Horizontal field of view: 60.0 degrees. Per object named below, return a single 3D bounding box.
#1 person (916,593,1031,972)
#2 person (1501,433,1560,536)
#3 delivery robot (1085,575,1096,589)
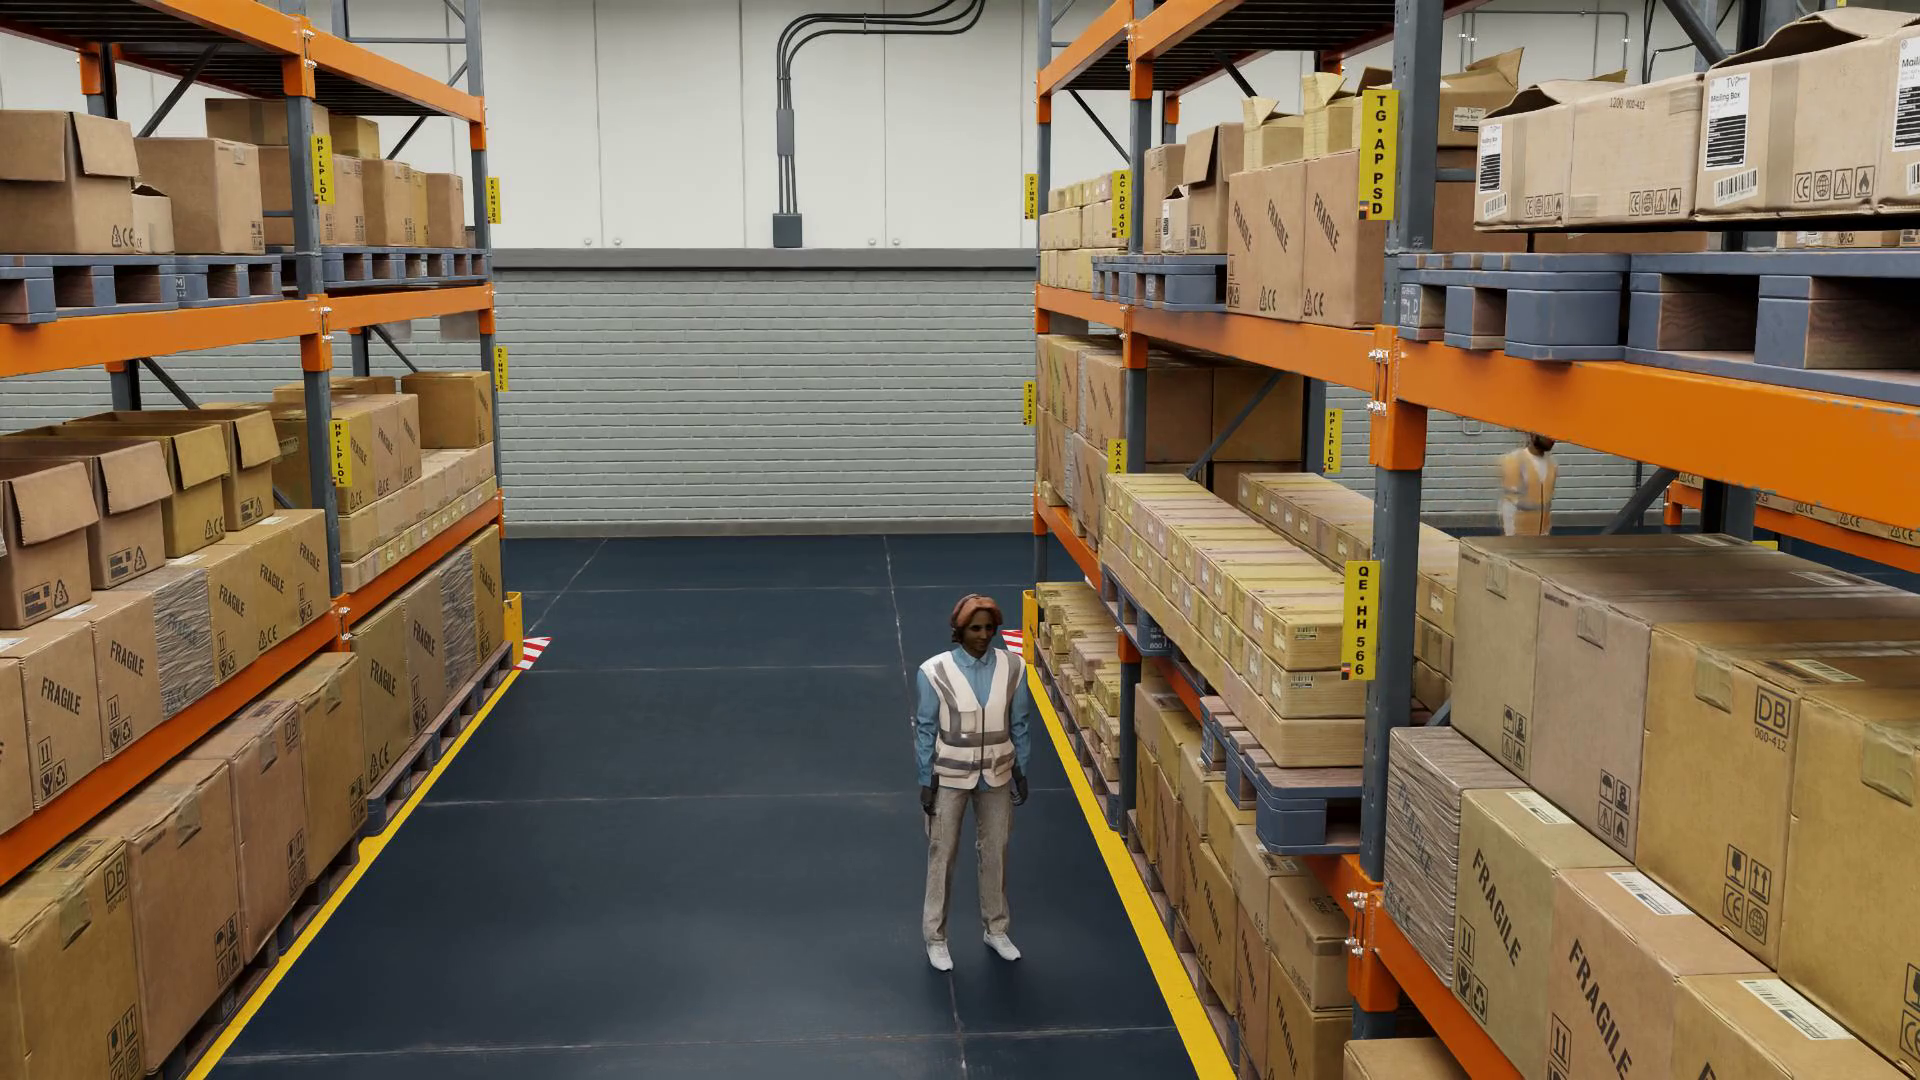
[{"bbox_3d":[0.053,1.027,7.113,0.513,1.630,0.318,-4,10,-20],"label":"person"},{"bbox_3d":[4.344,-0.088,12.852,0.552,1.907,0.634,-4,10,-22],"label":"person"},{"bbox_3d":[1.357,0.406,13.645,0.477,0.478,0.707,-8,13,-41],"label":"delivery robot"}]
